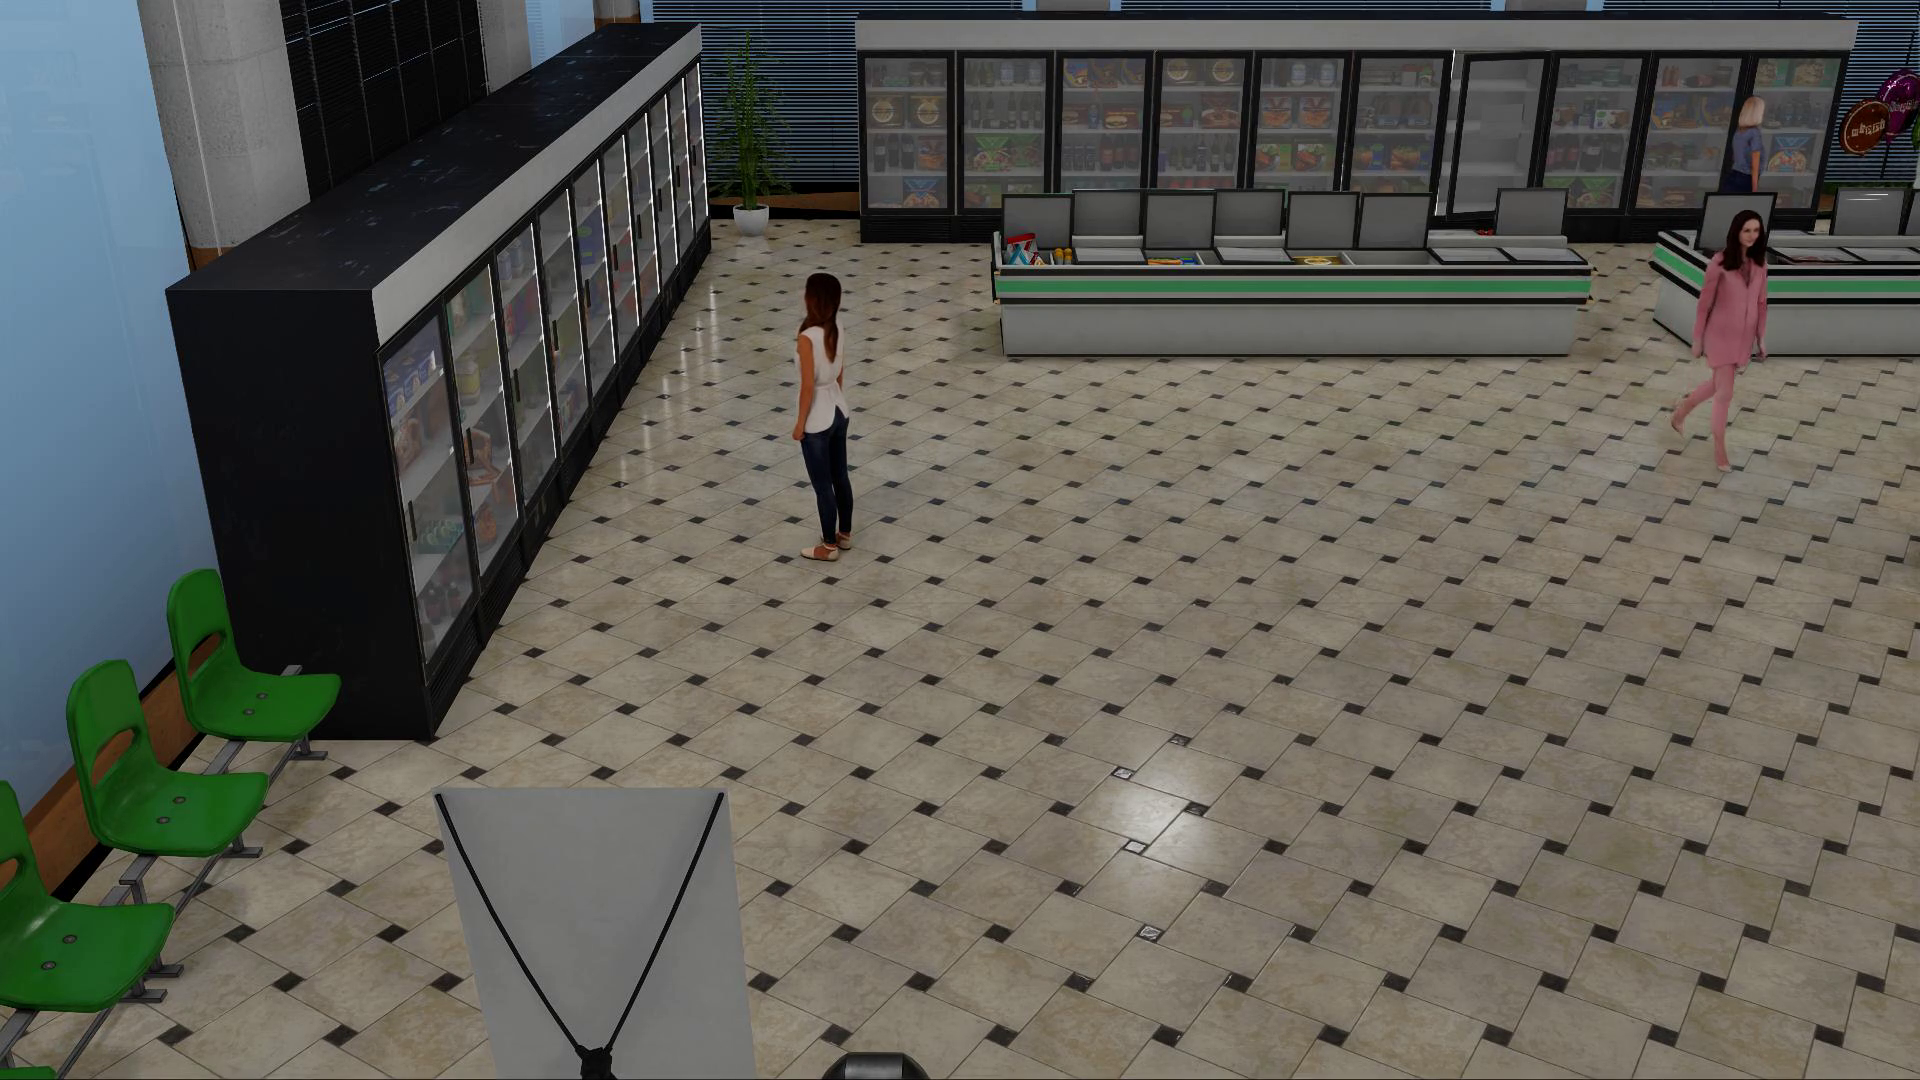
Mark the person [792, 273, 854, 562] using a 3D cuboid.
[{"bbox_3d":[-0.808,-0.733,10.013,0.685,1.786,0.676,13,27,28],"label":"person"}]

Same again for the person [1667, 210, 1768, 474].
[{"bbox_3d":[5.304,-1.412,11.588,1.085,1.767,0.822,-5,24,-11],"label":"person"}]

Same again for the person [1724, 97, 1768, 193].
[{"bbox_3d":[7.676,-3.488,16.391,0.542,1.720,0.608,-2,24,-5],"label":"person"}]
